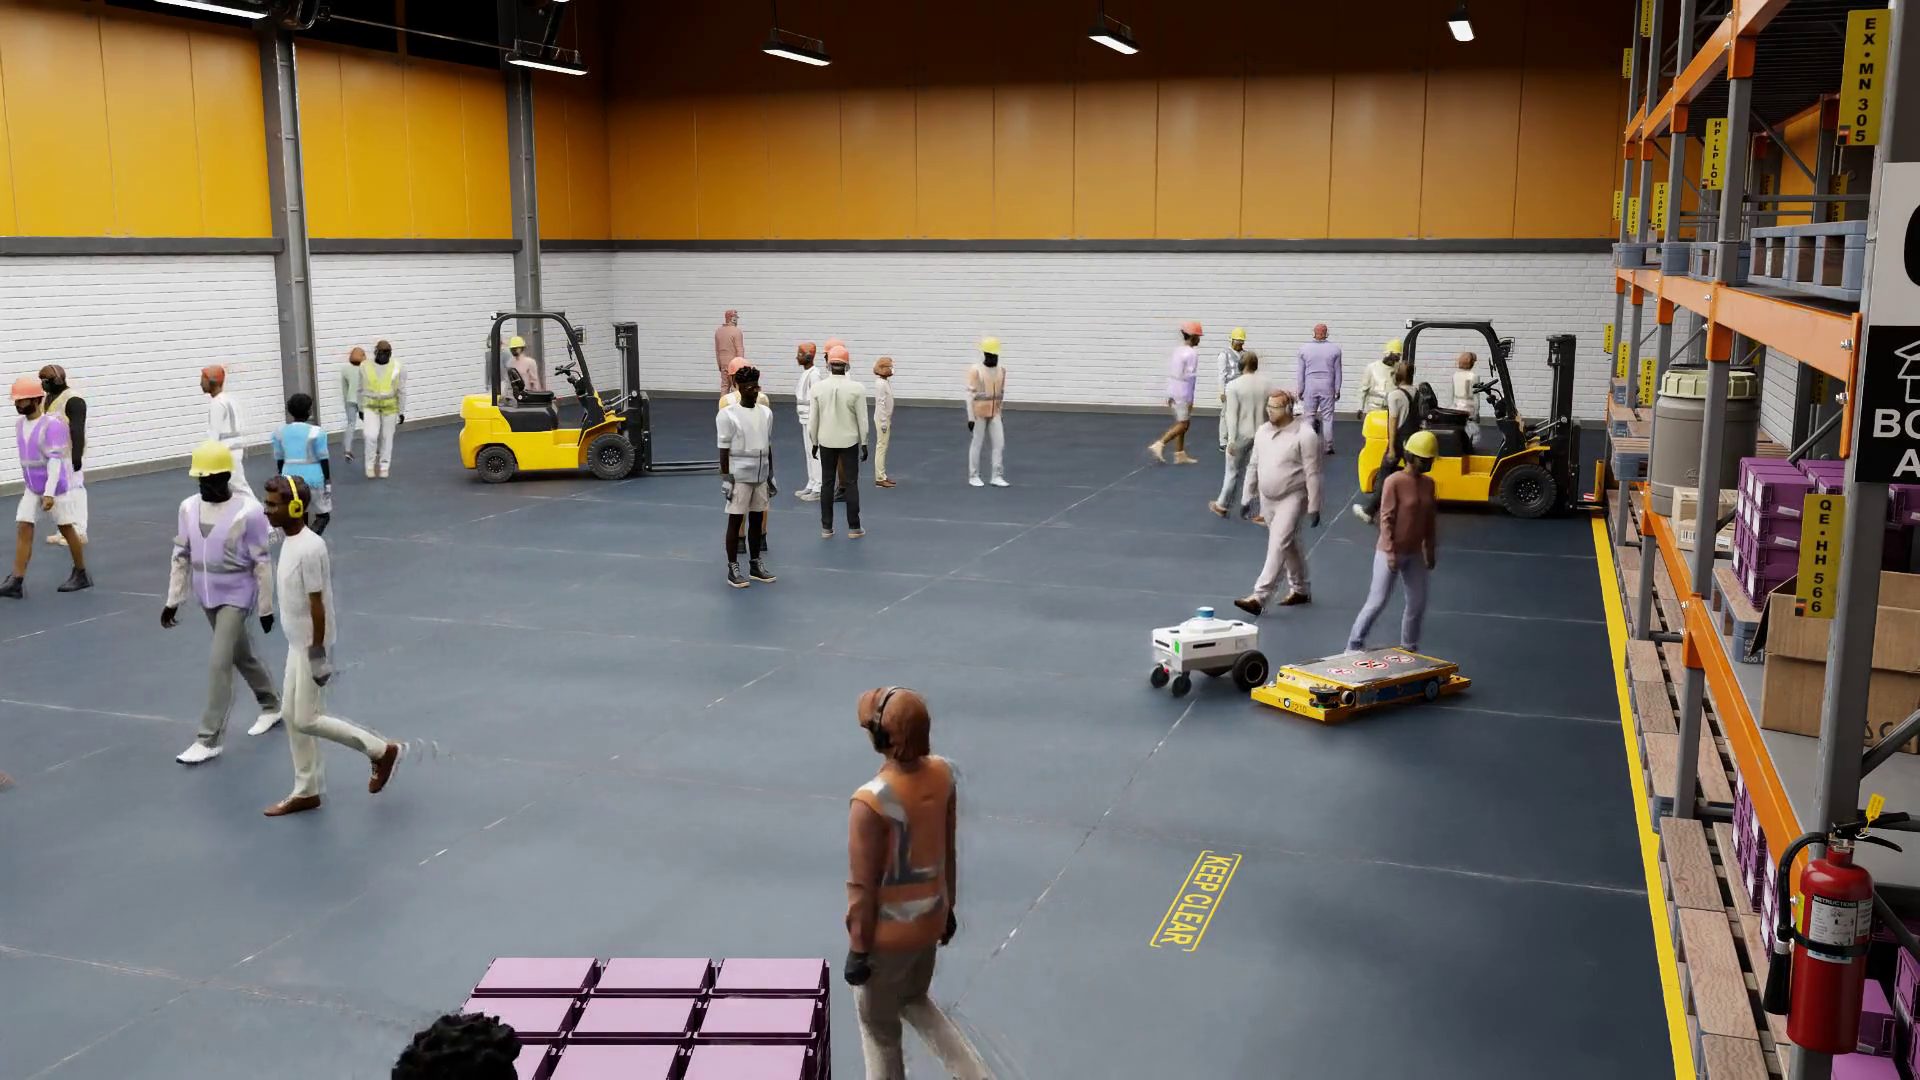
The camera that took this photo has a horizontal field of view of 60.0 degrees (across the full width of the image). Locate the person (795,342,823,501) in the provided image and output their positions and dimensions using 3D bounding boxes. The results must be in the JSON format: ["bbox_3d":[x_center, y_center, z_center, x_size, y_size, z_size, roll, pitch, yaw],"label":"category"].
[{"bbox_3d":[-1.780,-1.407,19.800,0.354,1.879,0.576,-3,10,-15],"label":"person"}]

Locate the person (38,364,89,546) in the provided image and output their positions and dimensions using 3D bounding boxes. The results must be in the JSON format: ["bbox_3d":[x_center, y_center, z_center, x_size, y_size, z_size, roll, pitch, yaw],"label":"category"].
[{"bbox_3d":[-9.112,-0.865,16.891,0.629,1.832,0.429,6,12,32],"label":"person"}]

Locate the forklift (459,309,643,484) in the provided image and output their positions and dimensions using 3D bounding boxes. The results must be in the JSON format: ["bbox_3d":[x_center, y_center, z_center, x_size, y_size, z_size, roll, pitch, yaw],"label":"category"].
[{"bbox_3d":[-5.354,-1.902,21.697,2.313,2.155,1.214,-2,10,-13],"label":"forklift"}]

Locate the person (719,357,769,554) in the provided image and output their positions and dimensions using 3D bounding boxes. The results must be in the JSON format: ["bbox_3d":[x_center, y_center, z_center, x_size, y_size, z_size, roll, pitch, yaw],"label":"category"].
[{"bbox_3d":[-2.143,-0.835,16.420,0.552,1.932,0.377,-7,12,-36],"label":"person"}]

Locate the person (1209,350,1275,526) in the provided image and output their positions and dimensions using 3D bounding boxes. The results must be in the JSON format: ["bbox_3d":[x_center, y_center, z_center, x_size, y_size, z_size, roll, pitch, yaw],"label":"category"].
[{"bbox_3d":[3.145,-1.126,18.218,0.652,1.878,1.027,-4,11,-22],"label":"person"}]

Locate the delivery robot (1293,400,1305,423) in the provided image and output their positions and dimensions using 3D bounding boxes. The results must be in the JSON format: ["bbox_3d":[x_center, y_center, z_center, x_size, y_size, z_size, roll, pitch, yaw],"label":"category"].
[{"bbox_3d":[5.335,-1.989,26.538,0.707,0.478,0.477,-9,14,-41],"label":"delivery robot"}]

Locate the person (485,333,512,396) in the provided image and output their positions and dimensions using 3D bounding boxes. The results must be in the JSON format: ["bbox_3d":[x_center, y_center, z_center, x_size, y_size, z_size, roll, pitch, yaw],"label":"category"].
[{"bbox_3d":[-7.428,-2.533,26.832,0.543,1.622,0.348,5,11,24],"label":"person"}]

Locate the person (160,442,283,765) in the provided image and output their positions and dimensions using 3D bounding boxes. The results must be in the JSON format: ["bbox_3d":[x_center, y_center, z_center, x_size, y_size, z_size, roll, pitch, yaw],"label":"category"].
[{"bbox_3d":[-4.420,0.335,10.001,0.605,1.882,0.981,4,11,22],"label":"person"}]

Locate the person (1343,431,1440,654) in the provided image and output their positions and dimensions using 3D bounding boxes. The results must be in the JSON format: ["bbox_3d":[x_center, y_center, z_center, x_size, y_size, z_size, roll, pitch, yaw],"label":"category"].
[{"bbox_3d":[3.073,0.094,11.734,0.713,1.741,0.520,-7,12,-33],"label":"person"}]

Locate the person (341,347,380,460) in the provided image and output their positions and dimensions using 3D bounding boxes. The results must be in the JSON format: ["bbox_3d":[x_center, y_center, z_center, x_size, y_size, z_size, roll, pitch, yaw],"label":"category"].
[{"bbox_3d":[-8.569,-1.945,23.680,0.512,1.592,0.878,1,10,4],"label":"person"}]

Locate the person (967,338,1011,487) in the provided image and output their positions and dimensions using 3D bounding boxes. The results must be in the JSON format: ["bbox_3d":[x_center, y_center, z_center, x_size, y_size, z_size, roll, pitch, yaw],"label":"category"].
[{"bbox_3d":[0.352,-1.579,20.772,0.611,1.880,0.717,-8,13,-37],"label":"person"}]

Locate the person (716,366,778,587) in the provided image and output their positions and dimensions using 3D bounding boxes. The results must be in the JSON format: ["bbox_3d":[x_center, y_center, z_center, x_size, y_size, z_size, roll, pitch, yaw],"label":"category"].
[{"bbox_3d":[-1.889,-0.573,14.857,0.367,1.966,0.604,9,14,42],"label":"person"}]

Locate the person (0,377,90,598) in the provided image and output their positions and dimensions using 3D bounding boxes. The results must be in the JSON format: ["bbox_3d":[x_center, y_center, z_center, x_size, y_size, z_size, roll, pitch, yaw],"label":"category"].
[{"bbox_3d":[-7.955,-0.439,14.284,0.560,1.892,0.940,4,11,20],"label":"person"}]

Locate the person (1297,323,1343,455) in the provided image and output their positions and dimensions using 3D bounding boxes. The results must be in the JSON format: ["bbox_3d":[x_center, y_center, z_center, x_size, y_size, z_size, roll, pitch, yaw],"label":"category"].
[{"bbox_3d":[5.213,-2.186,24.121,0.640,1.905,0.410,3,10,14],"label":"person"}]

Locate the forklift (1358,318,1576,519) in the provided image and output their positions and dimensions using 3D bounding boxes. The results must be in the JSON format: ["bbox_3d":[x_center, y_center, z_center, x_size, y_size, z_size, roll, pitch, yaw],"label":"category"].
[{"bbox_3d":[5.787,-1.437,19.079,2.313,2.155,1.214,3,11,19],"label":"forklift"}]

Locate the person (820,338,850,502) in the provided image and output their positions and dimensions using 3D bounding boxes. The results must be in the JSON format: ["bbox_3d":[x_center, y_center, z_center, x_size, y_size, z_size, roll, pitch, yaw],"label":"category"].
[{"bbox_3d":[-1.468,-1.414,19.676,0.362,1.938,0.545,1,10,3],"label":"person"}]

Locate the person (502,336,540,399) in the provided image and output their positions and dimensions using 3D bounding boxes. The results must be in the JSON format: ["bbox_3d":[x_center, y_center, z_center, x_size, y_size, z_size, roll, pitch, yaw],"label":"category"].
[{"bbox_3d":[-6.281,-2.010,23.565,0.559,1.732,0.772,5,11,28],"label":"person"}]

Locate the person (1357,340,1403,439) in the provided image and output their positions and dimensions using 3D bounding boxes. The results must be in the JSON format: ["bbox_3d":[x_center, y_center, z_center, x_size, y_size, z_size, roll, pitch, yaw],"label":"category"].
[{"bbox_3d":[5.520,-1.714,21.764,0.658,1.798,0.527,-1,10,-3],"label":"person"}]

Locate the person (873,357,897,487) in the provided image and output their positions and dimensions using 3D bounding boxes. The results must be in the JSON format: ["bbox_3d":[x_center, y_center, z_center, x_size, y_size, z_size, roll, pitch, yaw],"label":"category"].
[{"bbox_3d":[-0.945,-1.483,20.909,0.286,1.636,0.498,1,10,3],"label":"person"}]

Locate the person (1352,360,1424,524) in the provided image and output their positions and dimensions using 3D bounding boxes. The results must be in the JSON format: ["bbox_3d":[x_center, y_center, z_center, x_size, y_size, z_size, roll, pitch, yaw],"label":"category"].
[{"bbox_3d":[4.657,-1.015,17.794,0.542,1.799,0.955,-6,12,-31],"label":"person"}]

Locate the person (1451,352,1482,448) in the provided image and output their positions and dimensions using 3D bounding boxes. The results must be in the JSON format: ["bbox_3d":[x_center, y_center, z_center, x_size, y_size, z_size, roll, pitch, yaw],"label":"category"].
[{"bbox_3d":[6.673,-1.671,21.965,0.351,1.626,0.544,-5,11,-25],"label":"person"}]

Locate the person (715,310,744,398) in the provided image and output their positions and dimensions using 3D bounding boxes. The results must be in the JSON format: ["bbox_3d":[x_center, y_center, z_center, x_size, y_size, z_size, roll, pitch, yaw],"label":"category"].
[{"bbox_3d":[-3.975,-3.066,29.065,0.654,1.906,0.407,9,13,41],"label":"person"}]

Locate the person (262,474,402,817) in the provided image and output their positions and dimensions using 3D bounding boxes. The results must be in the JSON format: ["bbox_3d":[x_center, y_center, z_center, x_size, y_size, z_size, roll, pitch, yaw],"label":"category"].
[{"bbox_3d":[-3.417,0.550,8.883,0.631,1.852,0.503,-6,12,-32],"label":"person"}]

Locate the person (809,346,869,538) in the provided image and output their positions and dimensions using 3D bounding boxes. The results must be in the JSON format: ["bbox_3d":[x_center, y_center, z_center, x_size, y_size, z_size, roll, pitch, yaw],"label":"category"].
[{"bbox_3d":[-1.247,-1.012,17.251,0.625,1.991,0.392,1,10,8],"label":"person"}]

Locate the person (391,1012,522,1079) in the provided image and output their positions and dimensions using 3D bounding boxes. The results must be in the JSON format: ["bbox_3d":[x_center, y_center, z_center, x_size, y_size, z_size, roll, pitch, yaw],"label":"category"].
[{"bbox_3d":[-0.932,1.668,3.127,0.881,1.637,0.544,1,10,6],"label":"person"}]

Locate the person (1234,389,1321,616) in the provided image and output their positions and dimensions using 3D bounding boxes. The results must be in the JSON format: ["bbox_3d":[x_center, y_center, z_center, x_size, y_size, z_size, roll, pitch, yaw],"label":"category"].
[{"bbox_3d":[2.600,-0.316,13.732,1.018,1.849,0.680,-7,12,-34],"label":"person"}]

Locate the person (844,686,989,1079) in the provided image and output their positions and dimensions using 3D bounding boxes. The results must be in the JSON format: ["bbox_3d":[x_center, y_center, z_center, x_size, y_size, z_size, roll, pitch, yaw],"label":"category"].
[{"bbox_3d":[-0.159,1.275,5.419,0.459,1.627,0.520,6,12,31],"label":"person"}]

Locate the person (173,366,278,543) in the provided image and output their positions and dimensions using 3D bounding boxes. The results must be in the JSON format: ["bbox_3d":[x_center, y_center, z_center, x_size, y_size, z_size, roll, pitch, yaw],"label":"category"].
[{"bbox_3d":[-7.386,-0.827,16.676,0.982,1.835,0.589,-4,11,-20],"label":"person"}]

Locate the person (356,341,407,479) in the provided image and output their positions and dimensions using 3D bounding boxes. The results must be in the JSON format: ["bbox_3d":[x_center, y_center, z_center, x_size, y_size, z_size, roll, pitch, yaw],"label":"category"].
[{"bbox_3d":[-7.490,-1.682,21.590,0.641,1.802,0.587,-3,10,-15],"label":"person"}]

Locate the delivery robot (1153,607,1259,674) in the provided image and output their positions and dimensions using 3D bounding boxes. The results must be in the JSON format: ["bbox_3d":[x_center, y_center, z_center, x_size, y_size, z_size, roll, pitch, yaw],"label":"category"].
[{"bbox_3d":[1.679,0.703,11.382,0.707,0.478,0.477,-5,11,-25],"label":"delivery robot"}]

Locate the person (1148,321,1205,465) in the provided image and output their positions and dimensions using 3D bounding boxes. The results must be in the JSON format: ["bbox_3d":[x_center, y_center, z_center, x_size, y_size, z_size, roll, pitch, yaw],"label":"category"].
[{"bbox_3d":[2.969,-1.995,22.783,0.795,2.011,0.623,-3,11,-18],"label":"person"}]

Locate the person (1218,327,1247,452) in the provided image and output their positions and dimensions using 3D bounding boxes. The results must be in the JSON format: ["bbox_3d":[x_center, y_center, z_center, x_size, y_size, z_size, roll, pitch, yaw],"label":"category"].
[{"bbox_3d":[4.043,-2.203,24.428,0.591,1.828,0.404,-7,12,-36],"label":"person"}]

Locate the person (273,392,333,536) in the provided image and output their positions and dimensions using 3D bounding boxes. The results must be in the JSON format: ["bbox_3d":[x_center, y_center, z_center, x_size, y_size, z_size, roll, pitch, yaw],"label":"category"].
[{"bbox_3d":[-6.061,-0.519,15.354,0.540,1.683,0.607,1,10,6],"label":"person"}]

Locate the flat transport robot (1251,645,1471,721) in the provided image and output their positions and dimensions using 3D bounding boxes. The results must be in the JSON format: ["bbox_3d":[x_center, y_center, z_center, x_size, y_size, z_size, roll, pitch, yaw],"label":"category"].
[{"bbox_3d":[2.693,0.938,11.119,1.431,0.197,0.652,-7,12,-34],"label":"flat transport robot"}]
